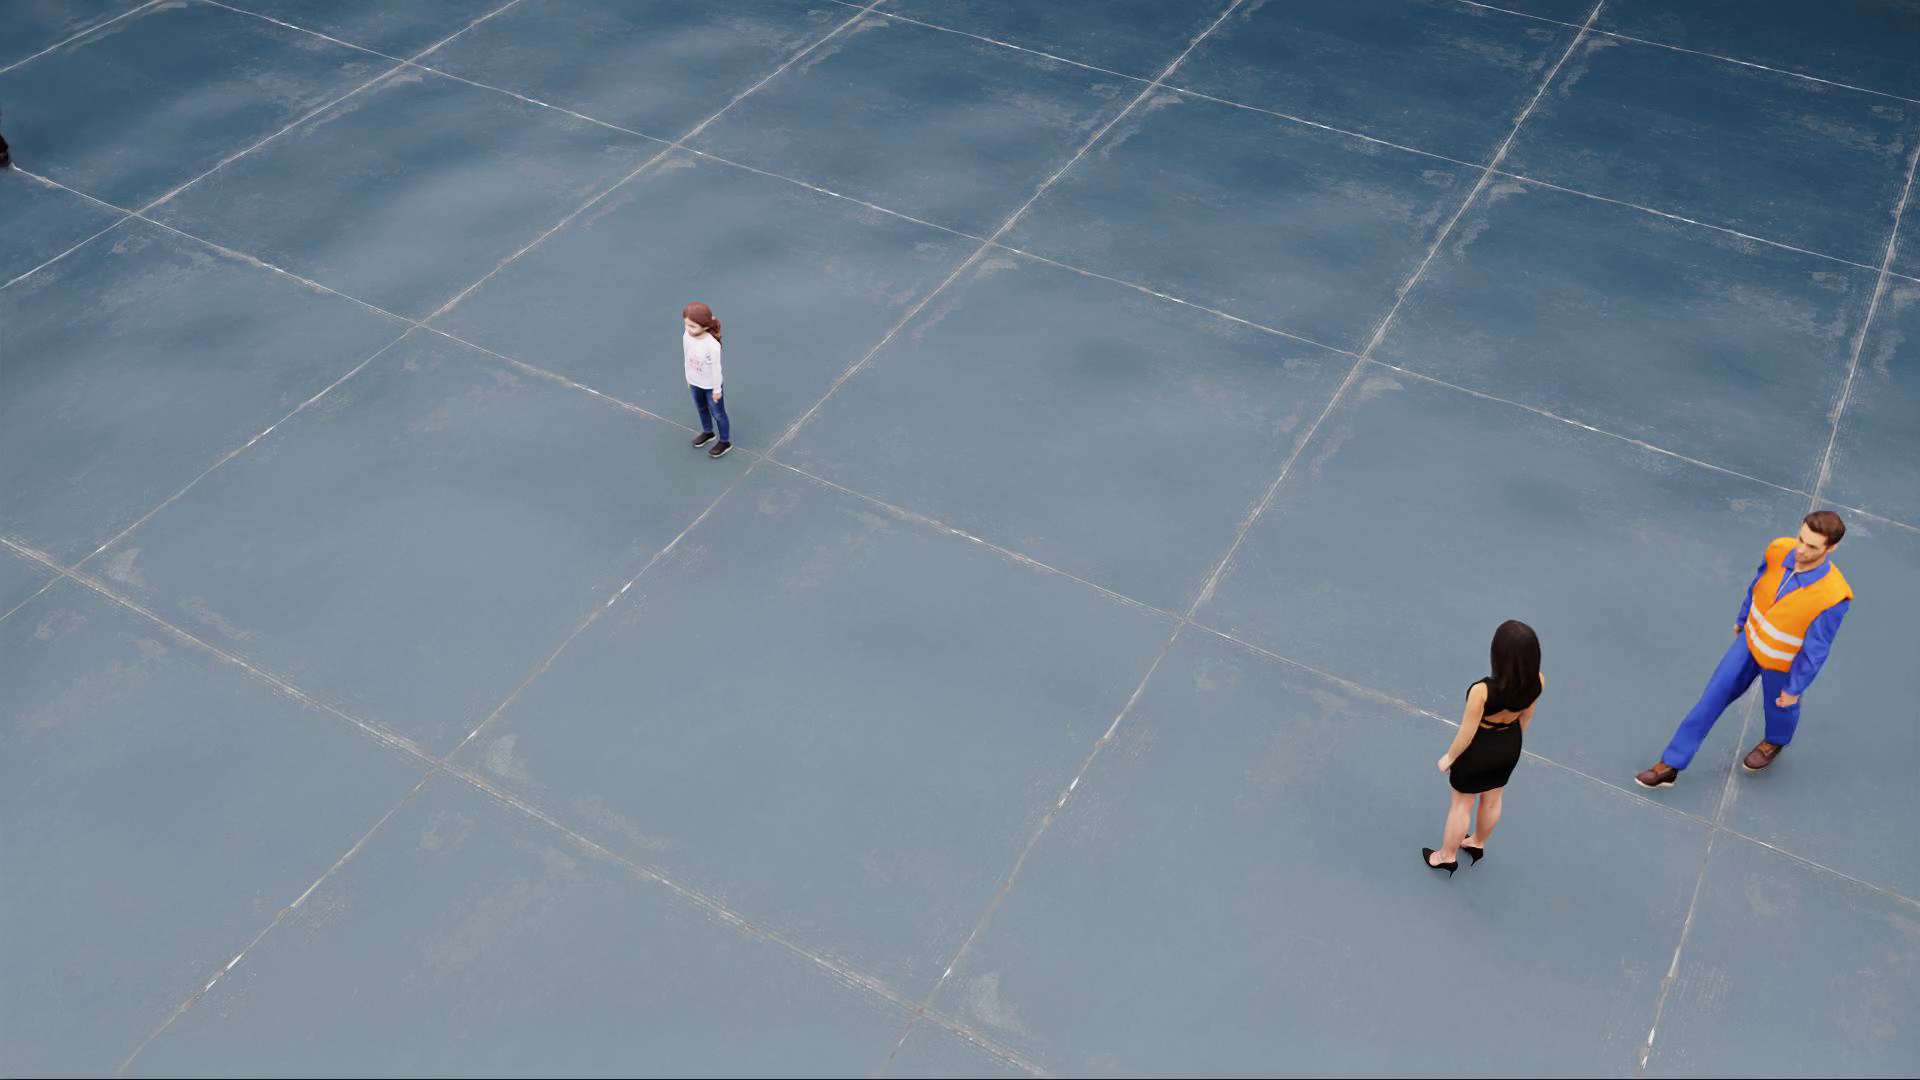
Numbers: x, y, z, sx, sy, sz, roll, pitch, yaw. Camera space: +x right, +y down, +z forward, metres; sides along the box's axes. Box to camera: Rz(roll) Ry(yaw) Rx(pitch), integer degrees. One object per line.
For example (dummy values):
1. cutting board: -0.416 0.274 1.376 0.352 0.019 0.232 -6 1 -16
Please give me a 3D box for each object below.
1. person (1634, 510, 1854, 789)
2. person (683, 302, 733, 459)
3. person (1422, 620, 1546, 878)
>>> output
1. person: 4.095 0.550 8.266 1.301 1.821 1.100 -19 45 -19
2. person: -1.606 -1.029 10.532 0.443 1.112 0.478 24 48 24
3. person: 2.498 1.019 7.881 0.612 1.644 0.682 -12 44 -13
